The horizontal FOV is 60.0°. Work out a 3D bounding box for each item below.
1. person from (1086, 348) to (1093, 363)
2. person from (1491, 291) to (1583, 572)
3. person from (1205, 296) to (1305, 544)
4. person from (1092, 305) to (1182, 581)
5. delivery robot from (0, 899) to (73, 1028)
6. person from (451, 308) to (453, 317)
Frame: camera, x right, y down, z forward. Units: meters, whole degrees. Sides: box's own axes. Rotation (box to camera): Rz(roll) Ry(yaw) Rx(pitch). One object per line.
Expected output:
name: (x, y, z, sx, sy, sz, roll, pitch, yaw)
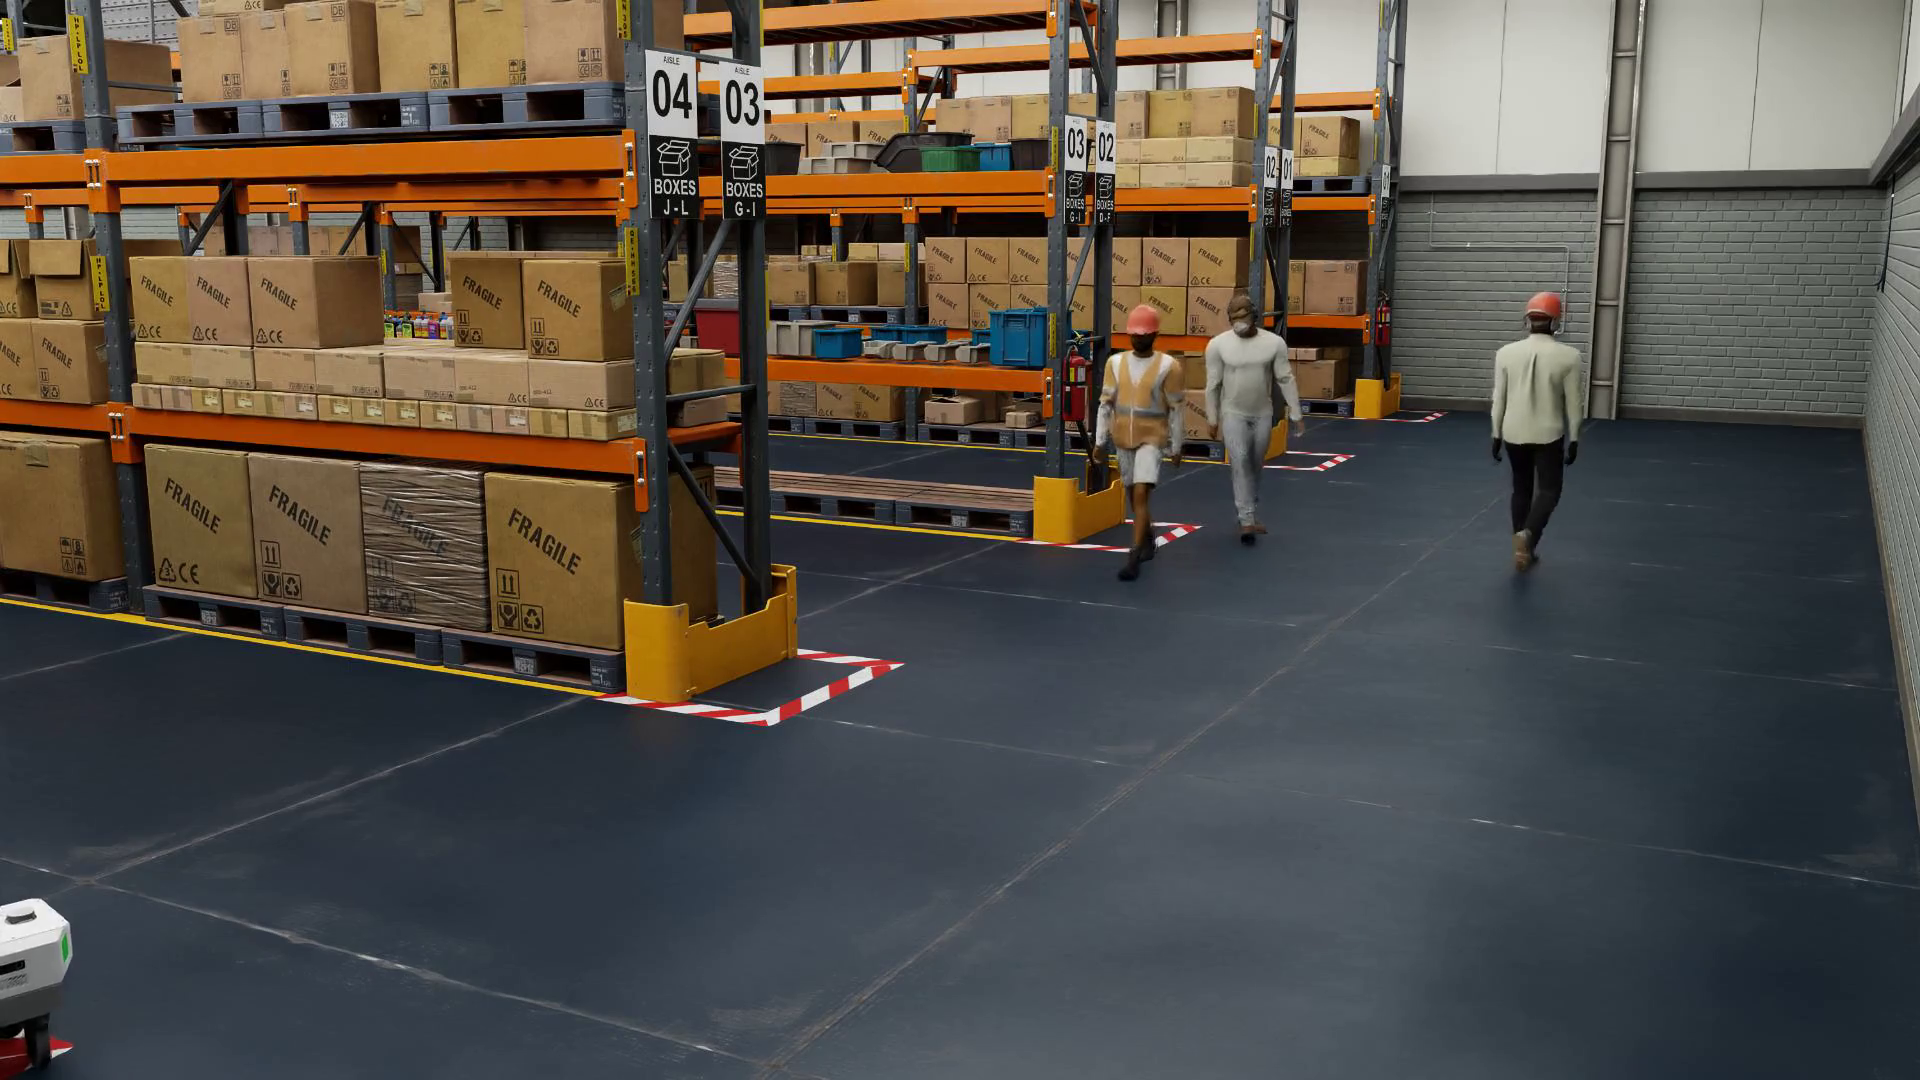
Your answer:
person: (1.666, -2.679, 22.386, 0.587, 1.879, 0.341, -6, 12, -28)
person: (3.980, -0.733, 11.548, 0.625, 1.974, 0.771, 7, 13, 35)
person: (2.269, -0.921, 12.808, 0.740, 1.879, 0.969, -1, 10, -6)
person: (1.271, -0.713, 11.693, 0.558, 1.887, 1.025, 5, 12, 27)
delivery robot: (-2.850, 1.206, 4.567, 0.477, 0.478, 0.707, 10, 15, 44)
person: (-5.912, -2.258, 20.019, 0.518, 1.914, 0.540, 4, 11, 21)
